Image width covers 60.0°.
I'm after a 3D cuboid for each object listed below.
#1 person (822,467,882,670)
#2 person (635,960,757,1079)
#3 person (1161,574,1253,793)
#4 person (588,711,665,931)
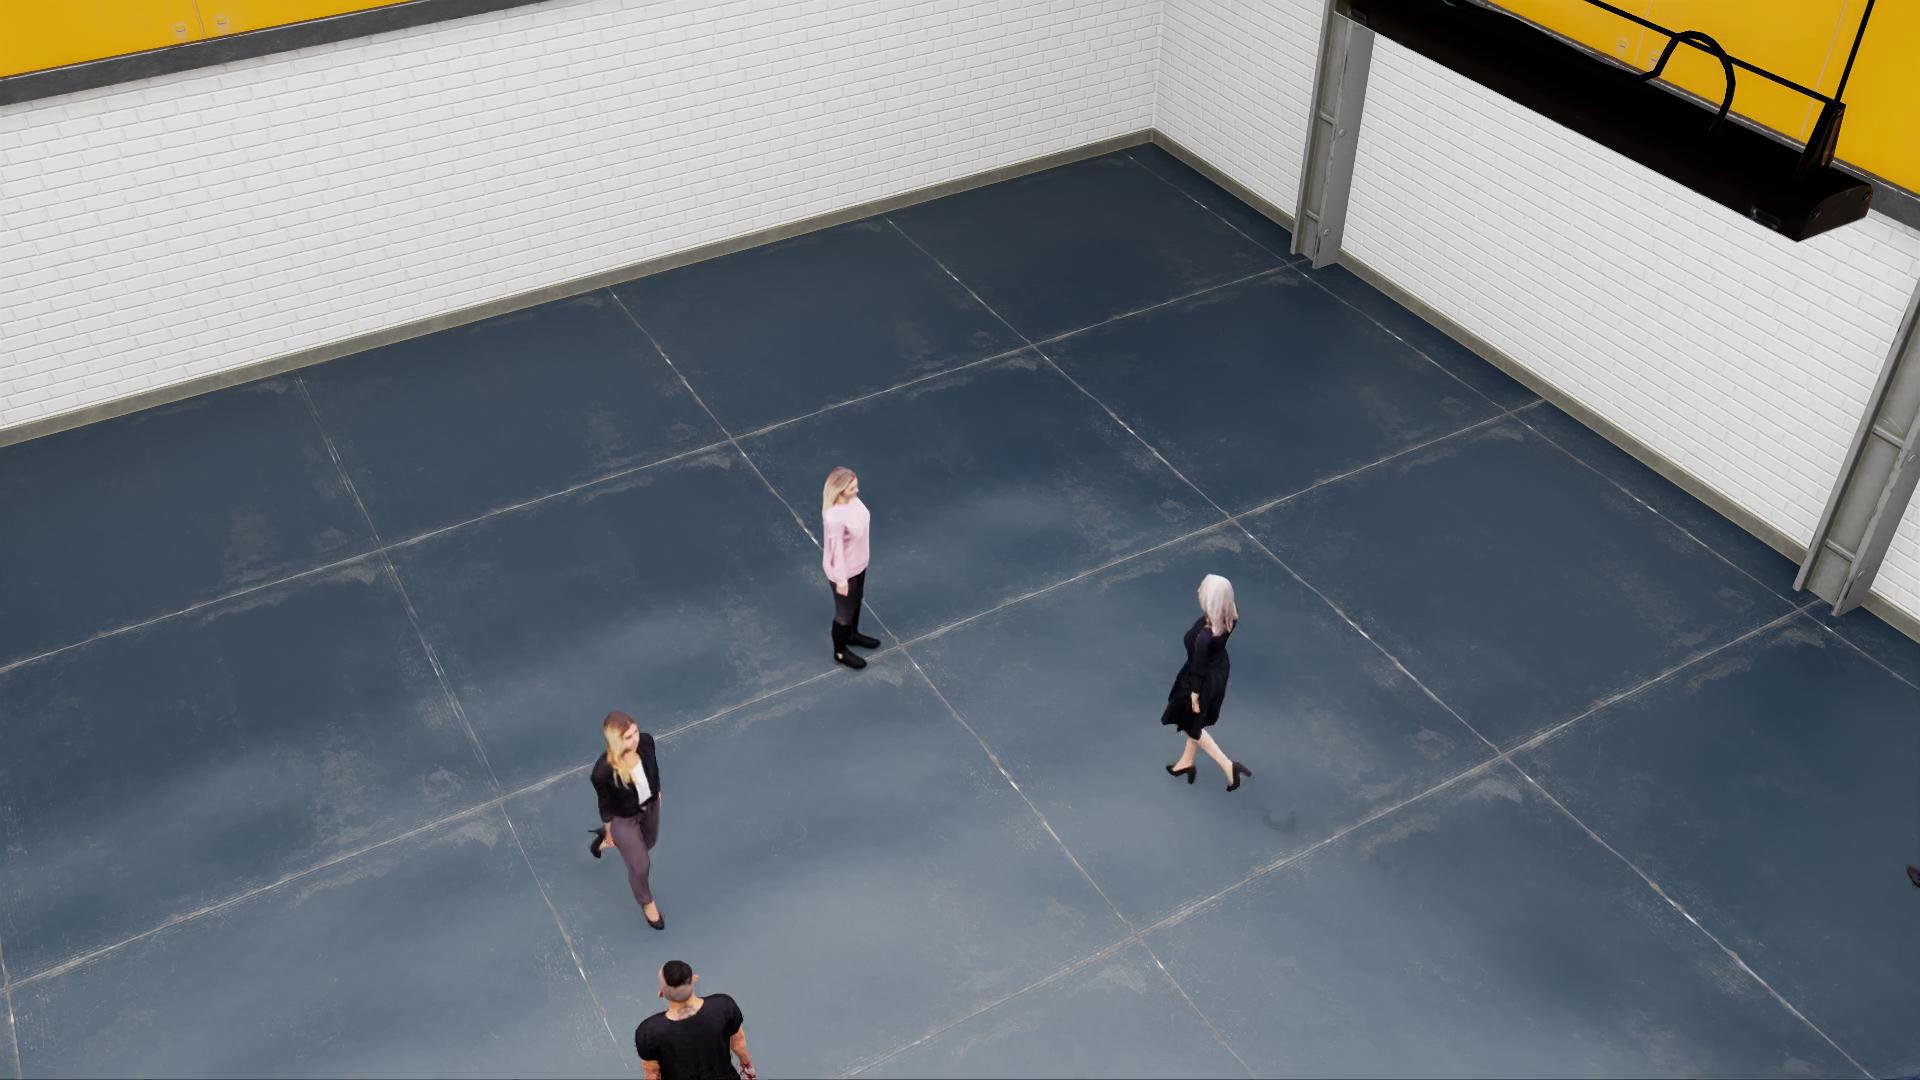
[{"bbox_3d":[-0.801,0.167,11.479,0.751,1.683,0.691,9,40,12],"label":"person"},{"bbox_3d":[-1.253,2.709,8.161,0.770,1.852,0.894,-12,40,-15],"label":"person"},{"bbox_3d":[1.607,0.944,10.469,0.971,1.730,0.832,23,44,26],"label":"person"},{"bbox_3d":[-1.981,1.581,9.736,1.005,1.650,0.792,29,47,31],"label":"person"}]
